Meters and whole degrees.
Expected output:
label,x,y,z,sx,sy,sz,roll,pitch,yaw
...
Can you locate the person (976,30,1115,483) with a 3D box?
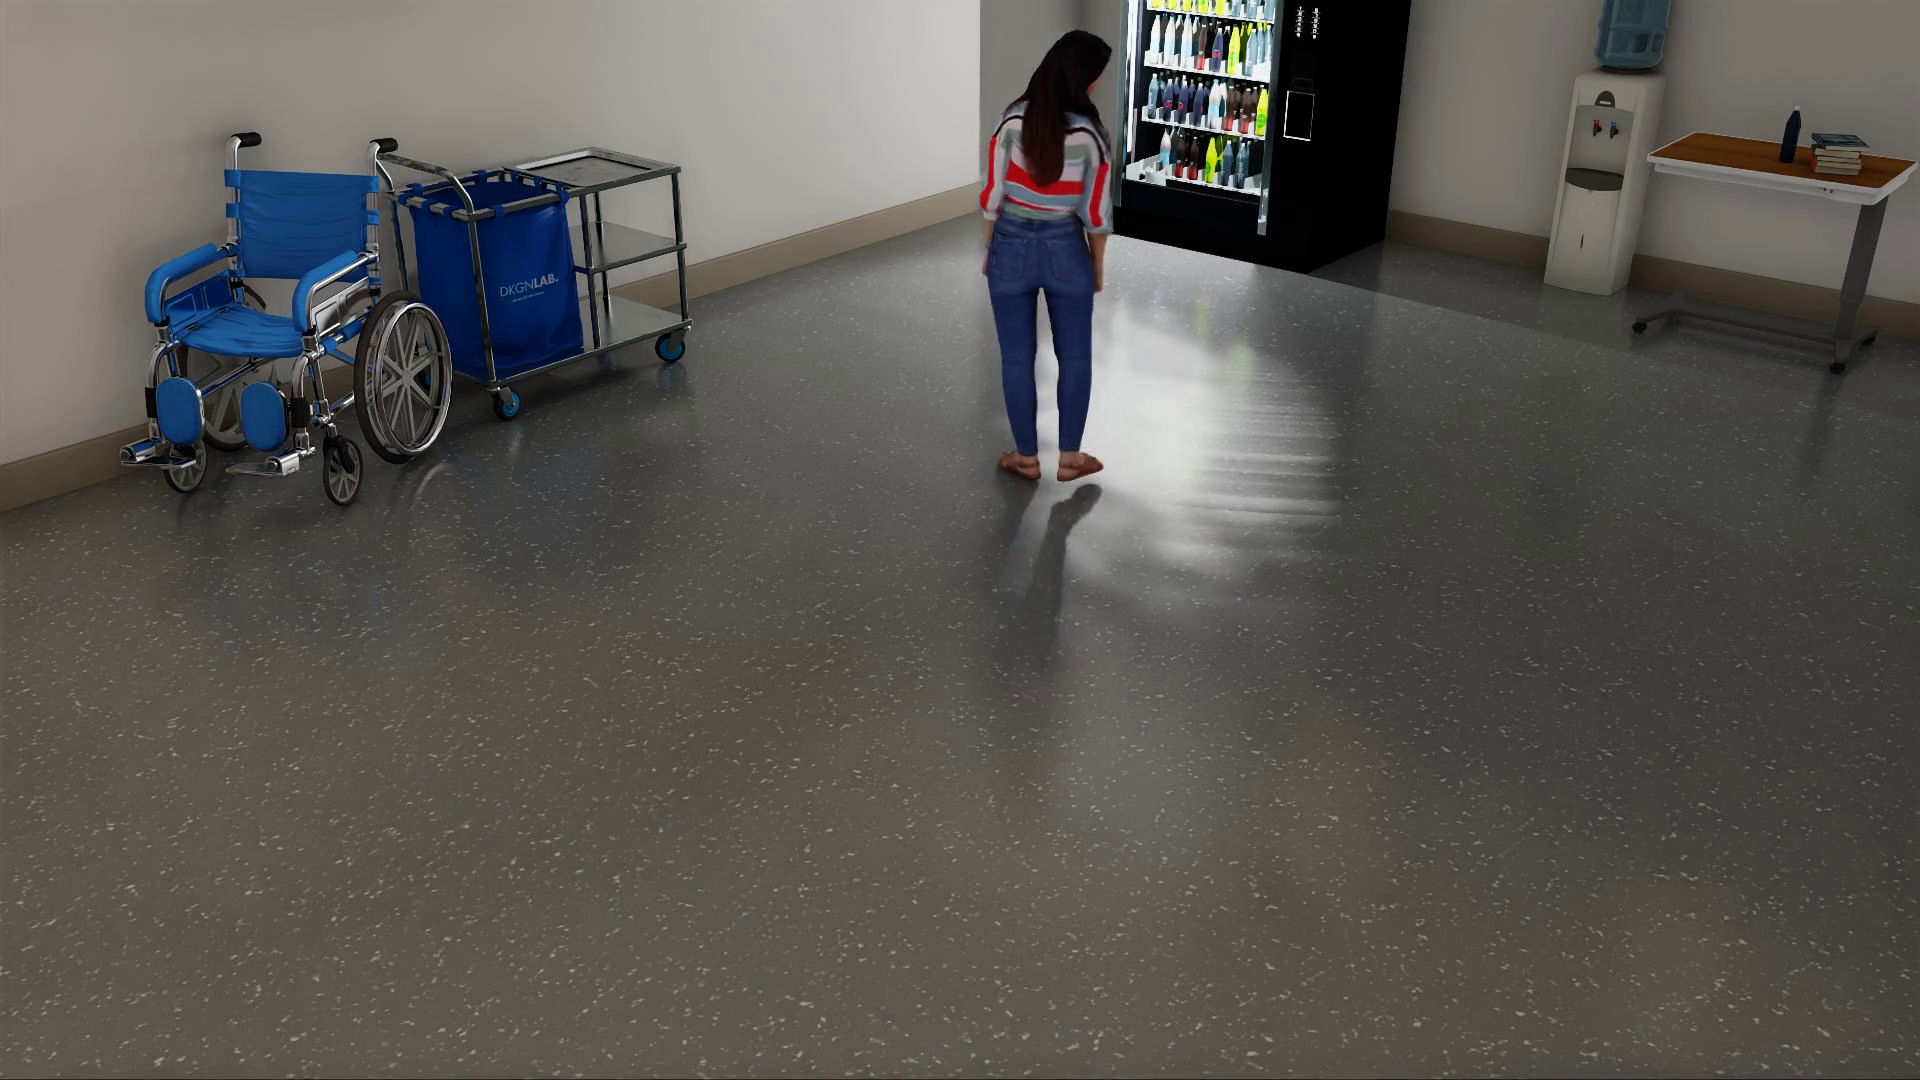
label,x,y,z,sx,sy,sz,roll,pitch,yaw
person,0.258,-0.971,5.843,0.703,1.589,0.792,-5,26,-10
